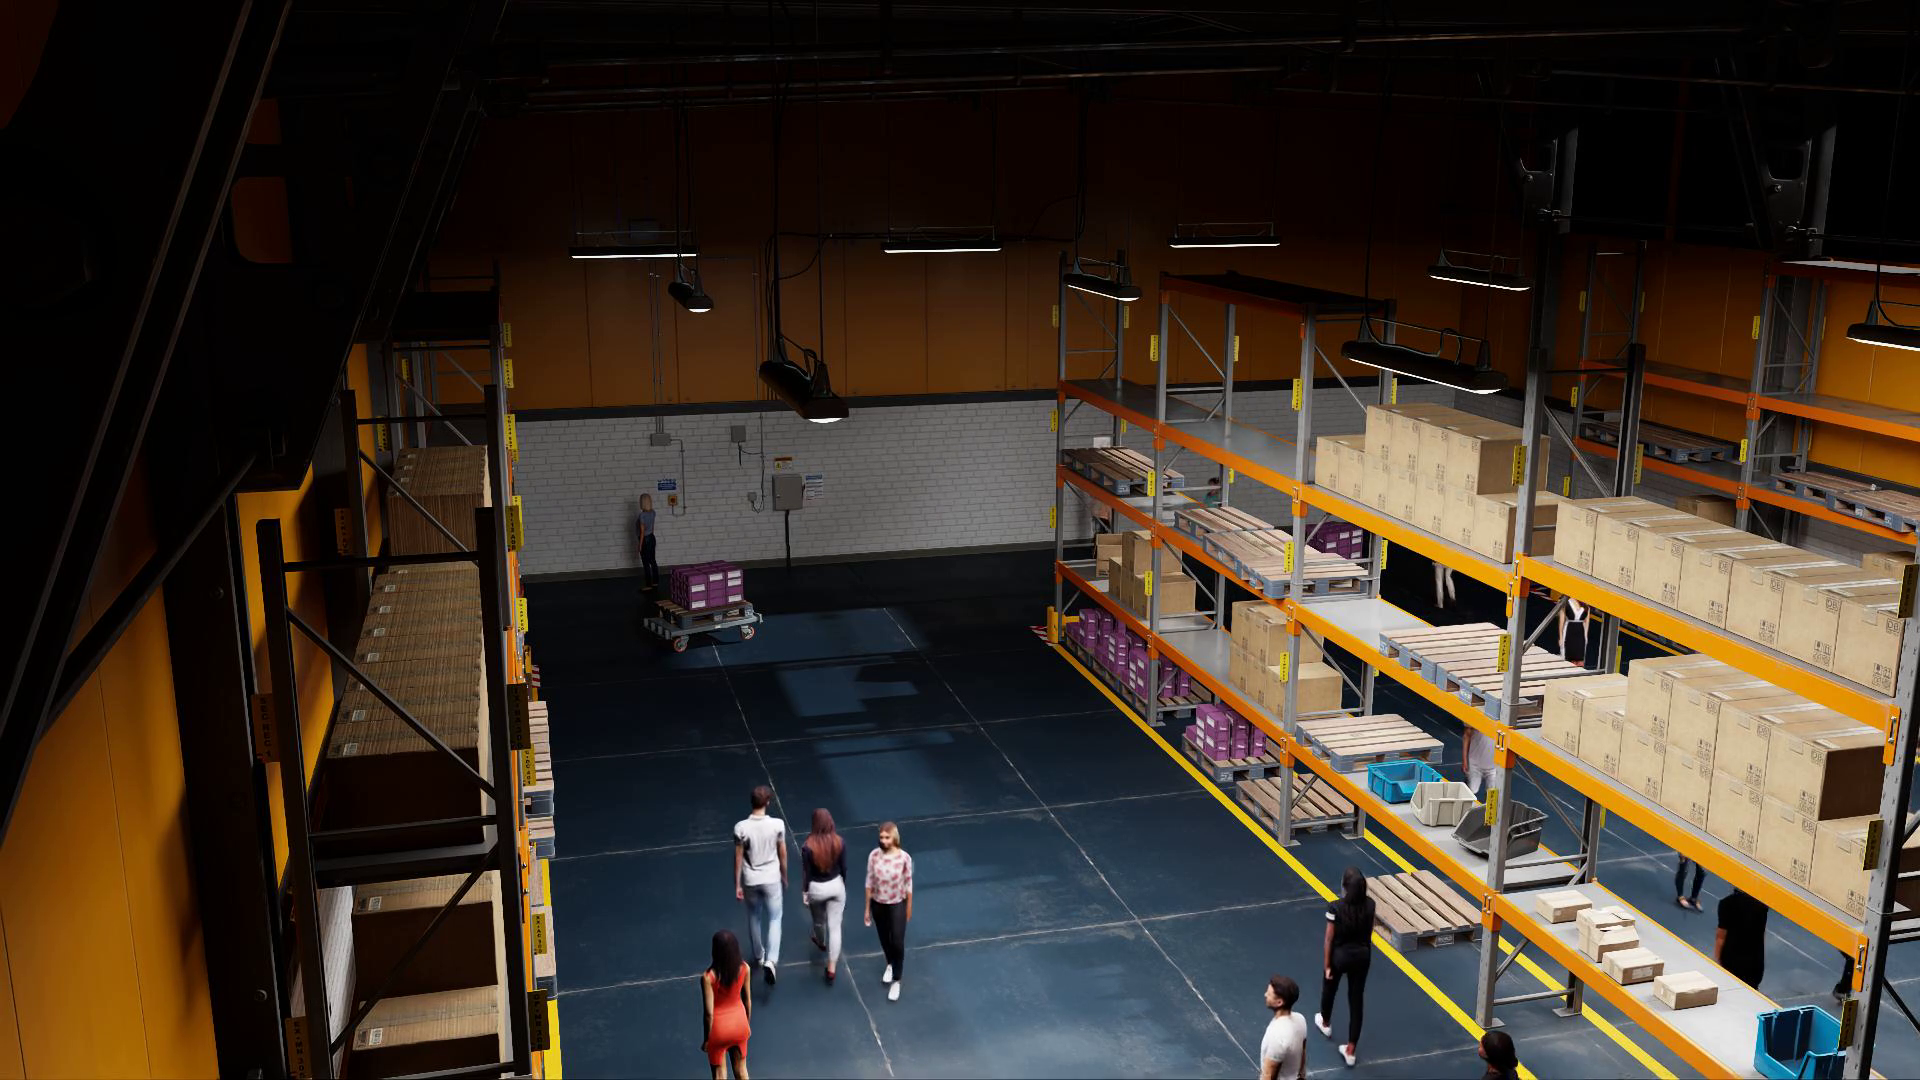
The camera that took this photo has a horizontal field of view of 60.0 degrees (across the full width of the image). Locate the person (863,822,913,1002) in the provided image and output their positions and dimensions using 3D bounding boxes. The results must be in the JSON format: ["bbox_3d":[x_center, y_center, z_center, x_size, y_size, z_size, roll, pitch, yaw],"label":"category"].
[{"bbox_3d":[-0.634,3.321,15.295,0.802,1.605,0.953,3,14,13],"label":"person"}]

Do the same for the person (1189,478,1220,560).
[{"bbox_3d":[4.722,-0.371,30.725,0.748,1.519,1.024,-6,15,-24],"label":"person"}]

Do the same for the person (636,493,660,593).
[{"bbox_3d":[-5.372,0.035,28.613,0.716,1.722,0.627,5,15,21],"label":"person"}]

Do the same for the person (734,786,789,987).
[{"bbox_3d":[-1.817,3.201,15.324,0.773,1.823,1.144,-1,14,-6],"label":"person"}]

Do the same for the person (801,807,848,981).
[{"bbox_3d":[-1.223,3.312,15.433,0.586,1.556,1.031,-4,14,-17],"label":"person"}]

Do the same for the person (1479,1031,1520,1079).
[{"bbox_3d":[3.747,4.220,11.515,0.925,1.635,1.138,-12,18,-42],"label":"person"}]

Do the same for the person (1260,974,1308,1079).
[{"bbox_3d":[2.380,4.032,11.905,1.227,1.816,1.183,7,15,28],"label":"person"}]

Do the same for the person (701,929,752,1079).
[{"bbox_3d":[-1.815,3.826,12.966,0.659,1.719,0.650,-10,17,-36],"label":"person"}]

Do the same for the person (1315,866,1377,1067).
[{"bbox_3d":[3.298,3.589,13.970,0.718,1.707,0.994,-1,14,-4],"label":"person"}]
